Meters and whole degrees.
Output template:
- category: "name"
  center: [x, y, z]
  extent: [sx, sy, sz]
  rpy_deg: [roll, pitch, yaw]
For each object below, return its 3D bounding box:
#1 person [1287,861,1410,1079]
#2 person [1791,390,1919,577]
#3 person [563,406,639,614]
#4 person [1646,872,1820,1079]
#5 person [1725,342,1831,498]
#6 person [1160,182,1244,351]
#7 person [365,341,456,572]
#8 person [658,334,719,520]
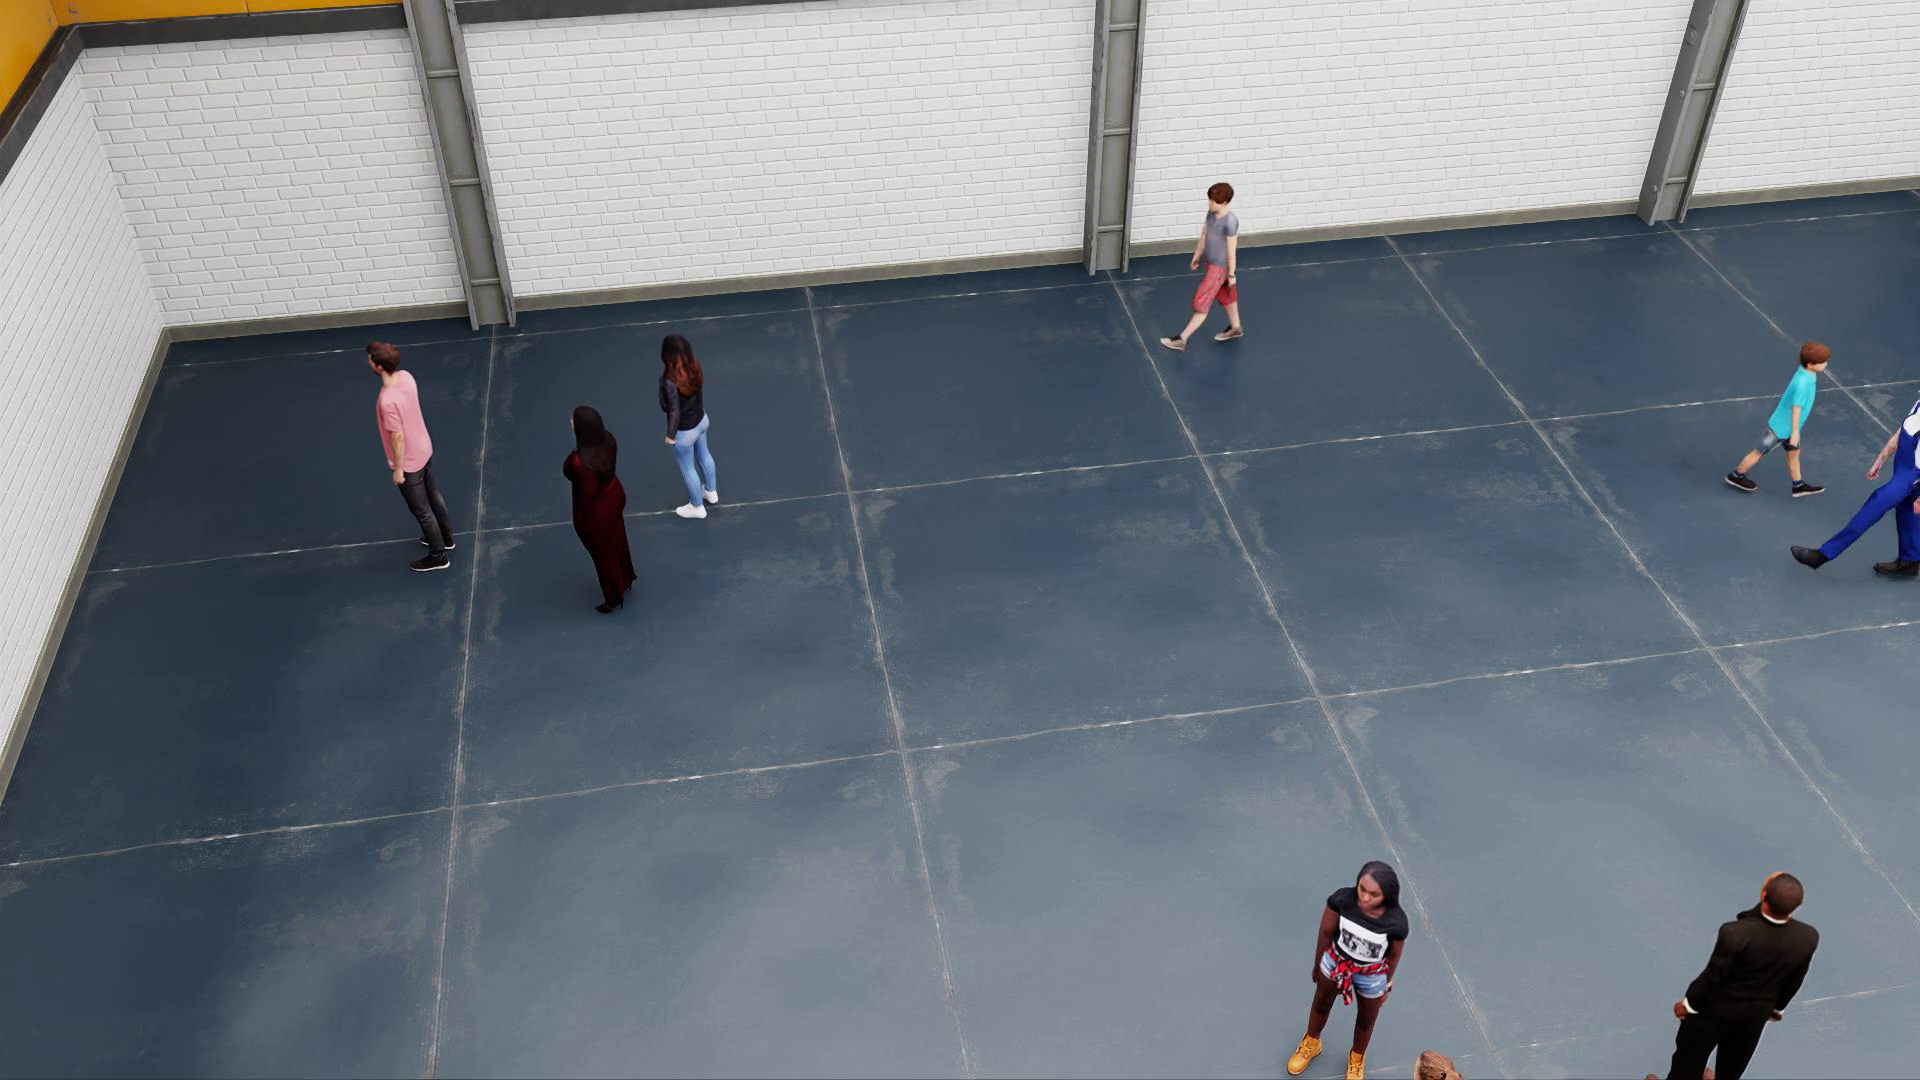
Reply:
- category: "person"
  center: [2.122, 2.325, 8.956]
  extent: [0.703, 1.729, 0.779]
  rpy_deg: [17, 42, 20]
- category: "person"
  center: [7.120, -0.436, 12.357]
  extent: [1.315, 1.799, 0.914]
  rpy_deg: [4, 39, 6]
- category: "person"
  center: [-2.619, -0.242, 12.148]
  extent: [0.709, 1.758, 0.732]
  rpy_deg: [6, 39, 7]
- category: "person"
  center: [4.049, 2.414, 8.705]
  extent: [0.600, 1.904, 0.811]
  rpy_deg: [0, 39, 0]
- category: "person"
  center: [6.552, -0.963, 13.326]
  extent: [0.994, 1.413, 0.919]
  rpy_deg: [22, 44, 25]
- category: "person"
  center: [2.417, -2.477, 15.064]
  extent: [1.144, 1.610, 0.720]
  rpy_deg: [-13, 40, -15]
- category: "person"
  center: [-4.117, -0.632, 12.475]
  extent: [0.599, 1.957, 0.677]
  rpy_deg: [1, 39, 1]
- category: "person"
  center: [-2.146, -0.905, 13.077]
  extent: [0.745, 1.633, 0.733]
  rpy_deg: [15, 41, 18]
